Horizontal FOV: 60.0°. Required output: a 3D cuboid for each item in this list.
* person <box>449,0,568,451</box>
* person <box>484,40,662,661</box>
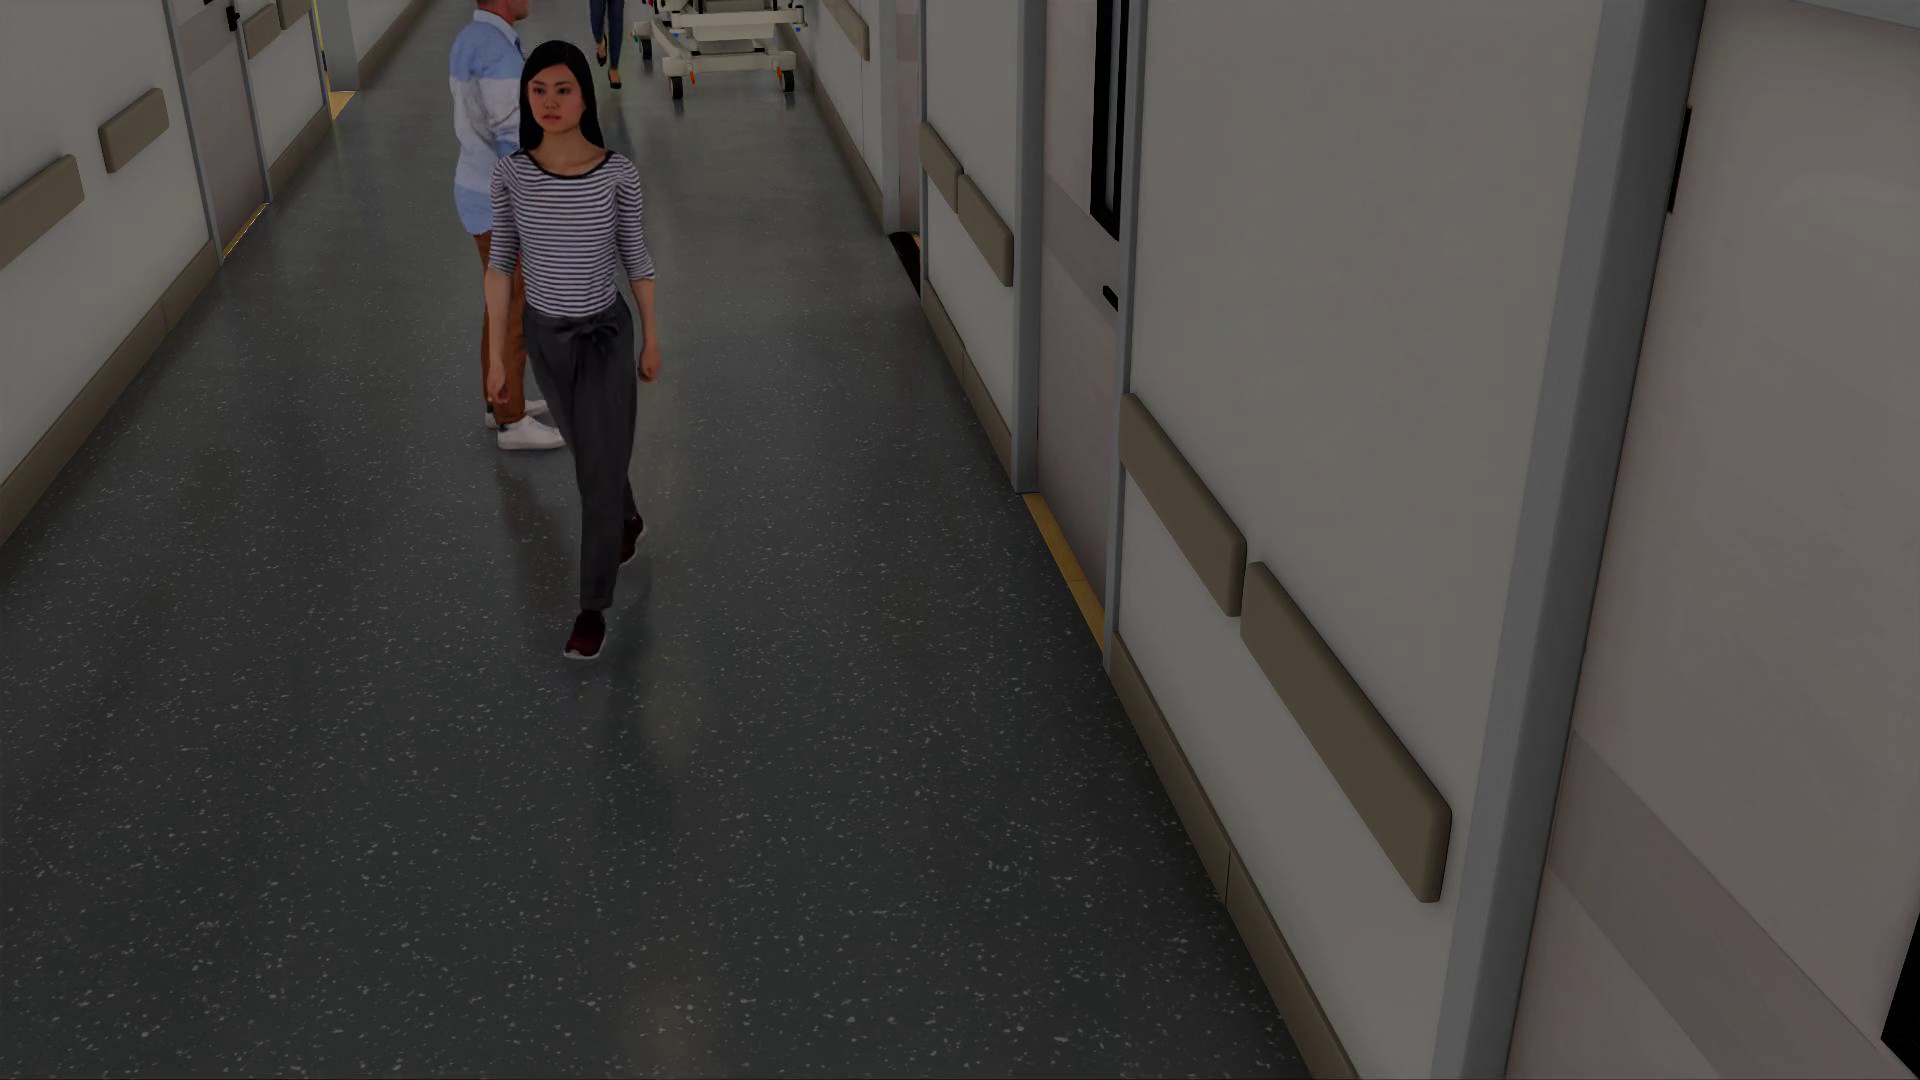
[{"bbox_3d":[-1.700,-1.242,6.142,0.701,1.815,0.768,-11,28,-21],"label":"person"},{"bbox_3d":[-1.108,-0.580,4.924,1.154,1.680,0.854,1,26,2],"label":"person"}]
